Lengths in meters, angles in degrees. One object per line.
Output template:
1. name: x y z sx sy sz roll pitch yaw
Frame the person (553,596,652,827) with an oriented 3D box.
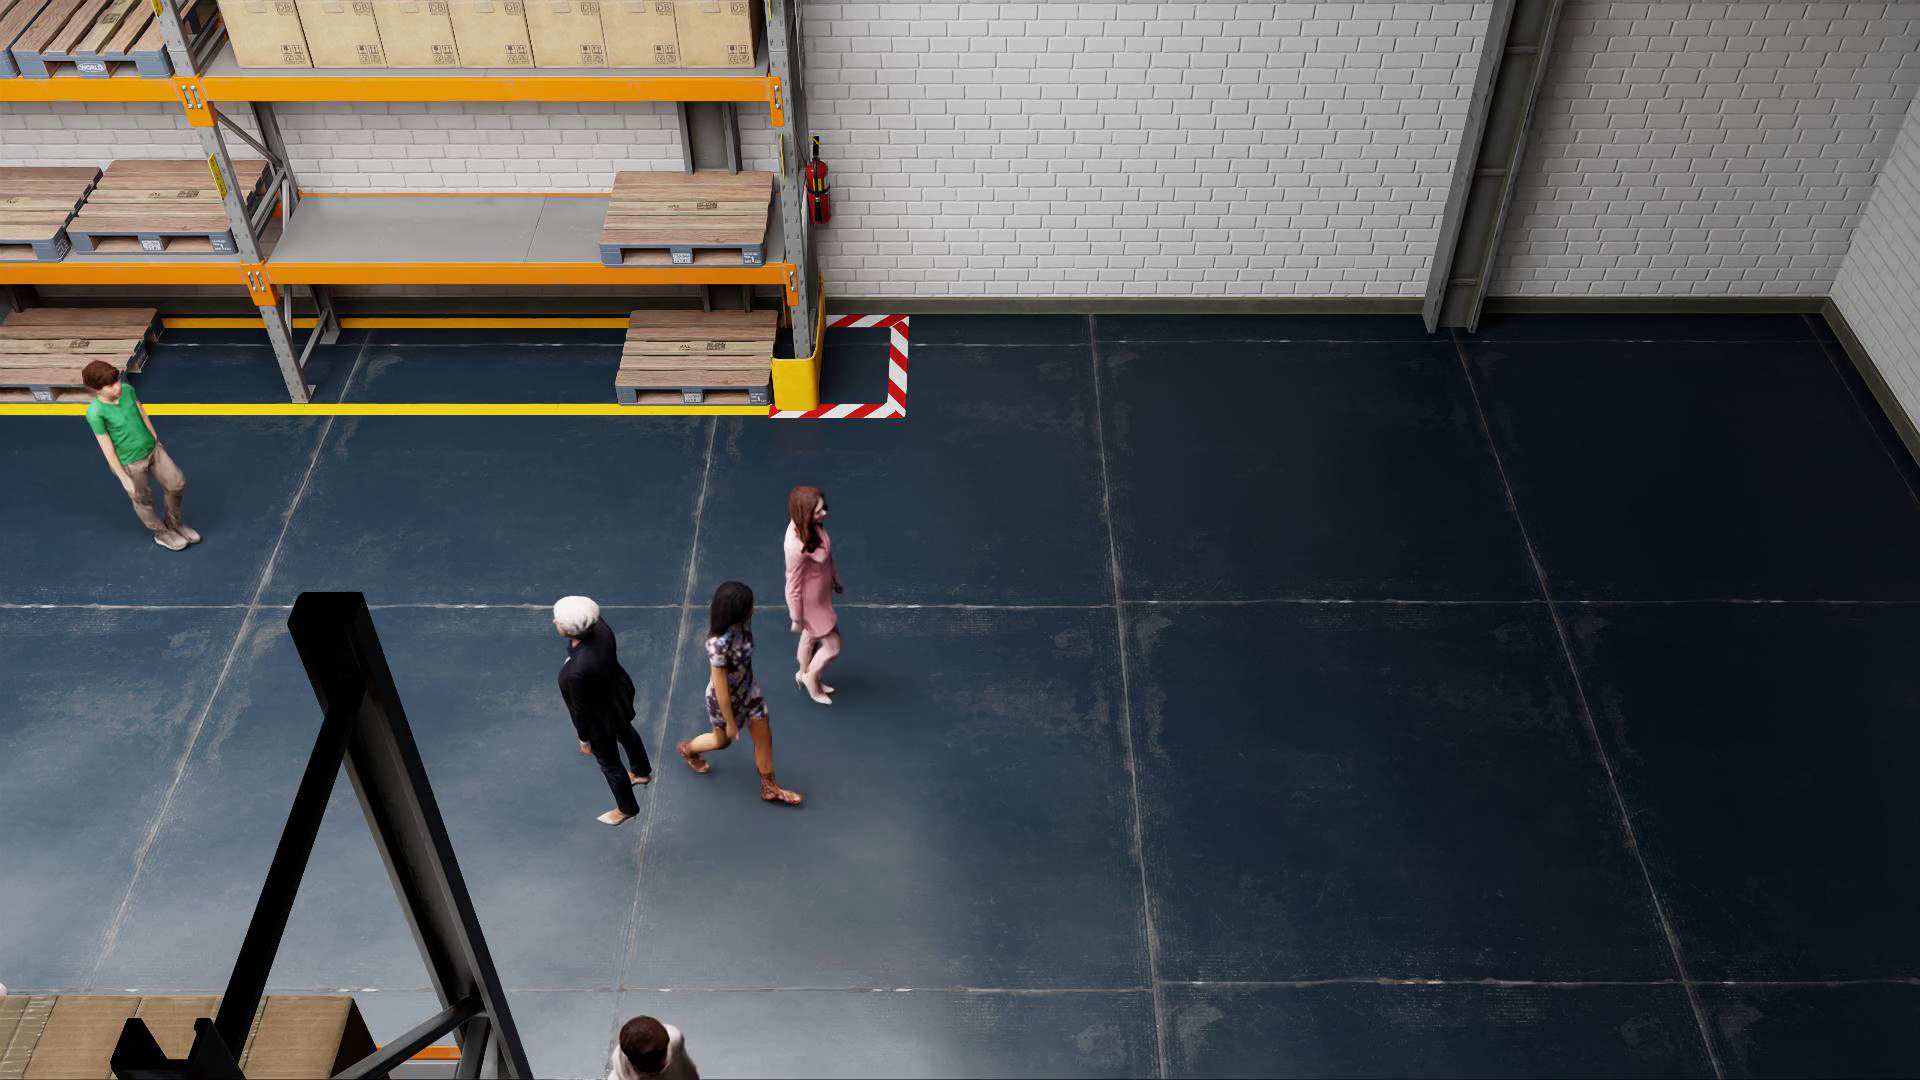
1. person: -1.926 0.873 9.025 0.657 1.778 0.760 8 44 9

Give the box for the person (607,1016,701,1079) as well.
1. person: -1.492 2.713 7.821 1.009 1.835 0.878 19 47 19

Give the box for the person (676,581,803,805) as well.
1. person: -1.408 0.906 9.814 1.160 1.702 0.881 18 46 18

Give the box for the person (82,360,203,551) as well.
1. person: -5.731 -0.590 11.427 0.721 1.643 0.704 17 46 17

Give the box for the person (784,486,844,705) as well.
1. person: -1.010 0.335 10.347 0.646 1.792 0.655 7 44 7
